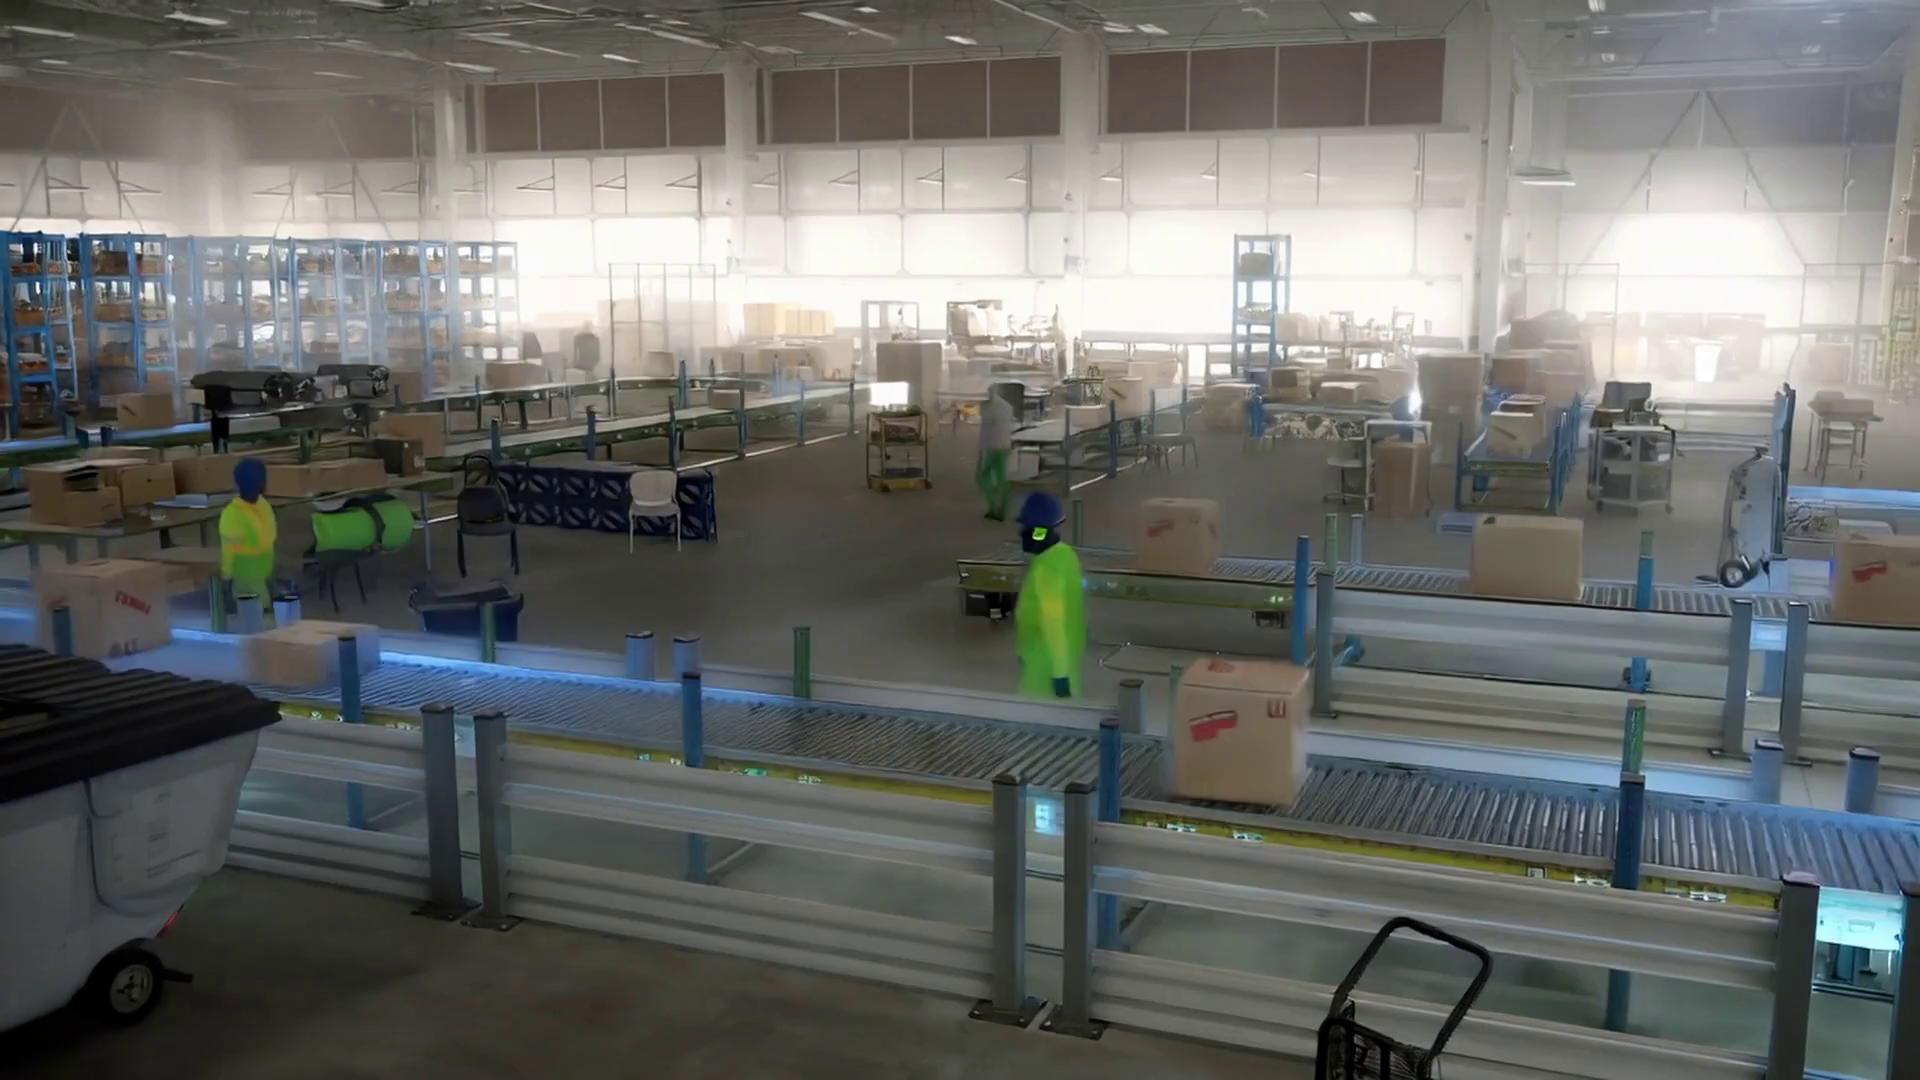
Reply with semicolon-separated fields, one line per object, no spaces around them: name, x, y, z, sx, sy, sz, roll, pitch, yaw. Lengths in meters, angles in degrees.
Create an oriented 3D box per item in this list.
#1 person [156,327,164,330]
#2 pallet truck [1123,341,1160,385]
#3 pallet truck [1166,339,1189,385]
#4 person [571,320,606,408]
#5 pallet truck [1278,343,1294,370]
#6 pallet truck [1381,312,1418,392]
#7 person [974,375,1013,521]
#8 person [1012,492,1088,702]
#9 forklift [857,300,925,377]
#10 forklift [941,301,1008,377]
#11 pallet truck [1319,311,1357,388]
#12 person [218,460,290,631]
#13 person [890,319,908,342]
person;-17.942;-4.031;37.362;0.571;1.831;0.407;-6;11;-33
pallet truck;4.445;-4.380;41.279;0.680;1.201;1.601;4;10;22
pallet truck;5.418;-4.269;40.420;0.704;1.261;1.522;3;10;20
person;-7.997;-3.764;35.612;0.652;1.875;0.927;5;10;26
pallet truck;7.886;-4.163;39.743;0.653;1.274;1.630;4;10;22
pallet truck;10.207;-4.283;38.369;0.823;1.965;1.885;3;10;20
person;0.405;-1.088;19.763;0.548;1.745;0.426;-9;13;-43
person;0.525;0.621;9.297;0.915;1.794;0.591;3;10;16
forklift;-1.732;-5.109;42.468;1.157;1.987;2.680;4;10;22
forklift;0.365;-4.966;41.571;1.157;1.987;2.680;3;10;20
pallet truck;9.071;-4.419;39.190;0.823;1.965;1.885;5;10;26
person;-5.122;0.234;12.051;0.899;1.645;0.545;1;9;7
person;-1.346;-4.073;37.590;0.404;1.830;0.601;-6;11;-31
